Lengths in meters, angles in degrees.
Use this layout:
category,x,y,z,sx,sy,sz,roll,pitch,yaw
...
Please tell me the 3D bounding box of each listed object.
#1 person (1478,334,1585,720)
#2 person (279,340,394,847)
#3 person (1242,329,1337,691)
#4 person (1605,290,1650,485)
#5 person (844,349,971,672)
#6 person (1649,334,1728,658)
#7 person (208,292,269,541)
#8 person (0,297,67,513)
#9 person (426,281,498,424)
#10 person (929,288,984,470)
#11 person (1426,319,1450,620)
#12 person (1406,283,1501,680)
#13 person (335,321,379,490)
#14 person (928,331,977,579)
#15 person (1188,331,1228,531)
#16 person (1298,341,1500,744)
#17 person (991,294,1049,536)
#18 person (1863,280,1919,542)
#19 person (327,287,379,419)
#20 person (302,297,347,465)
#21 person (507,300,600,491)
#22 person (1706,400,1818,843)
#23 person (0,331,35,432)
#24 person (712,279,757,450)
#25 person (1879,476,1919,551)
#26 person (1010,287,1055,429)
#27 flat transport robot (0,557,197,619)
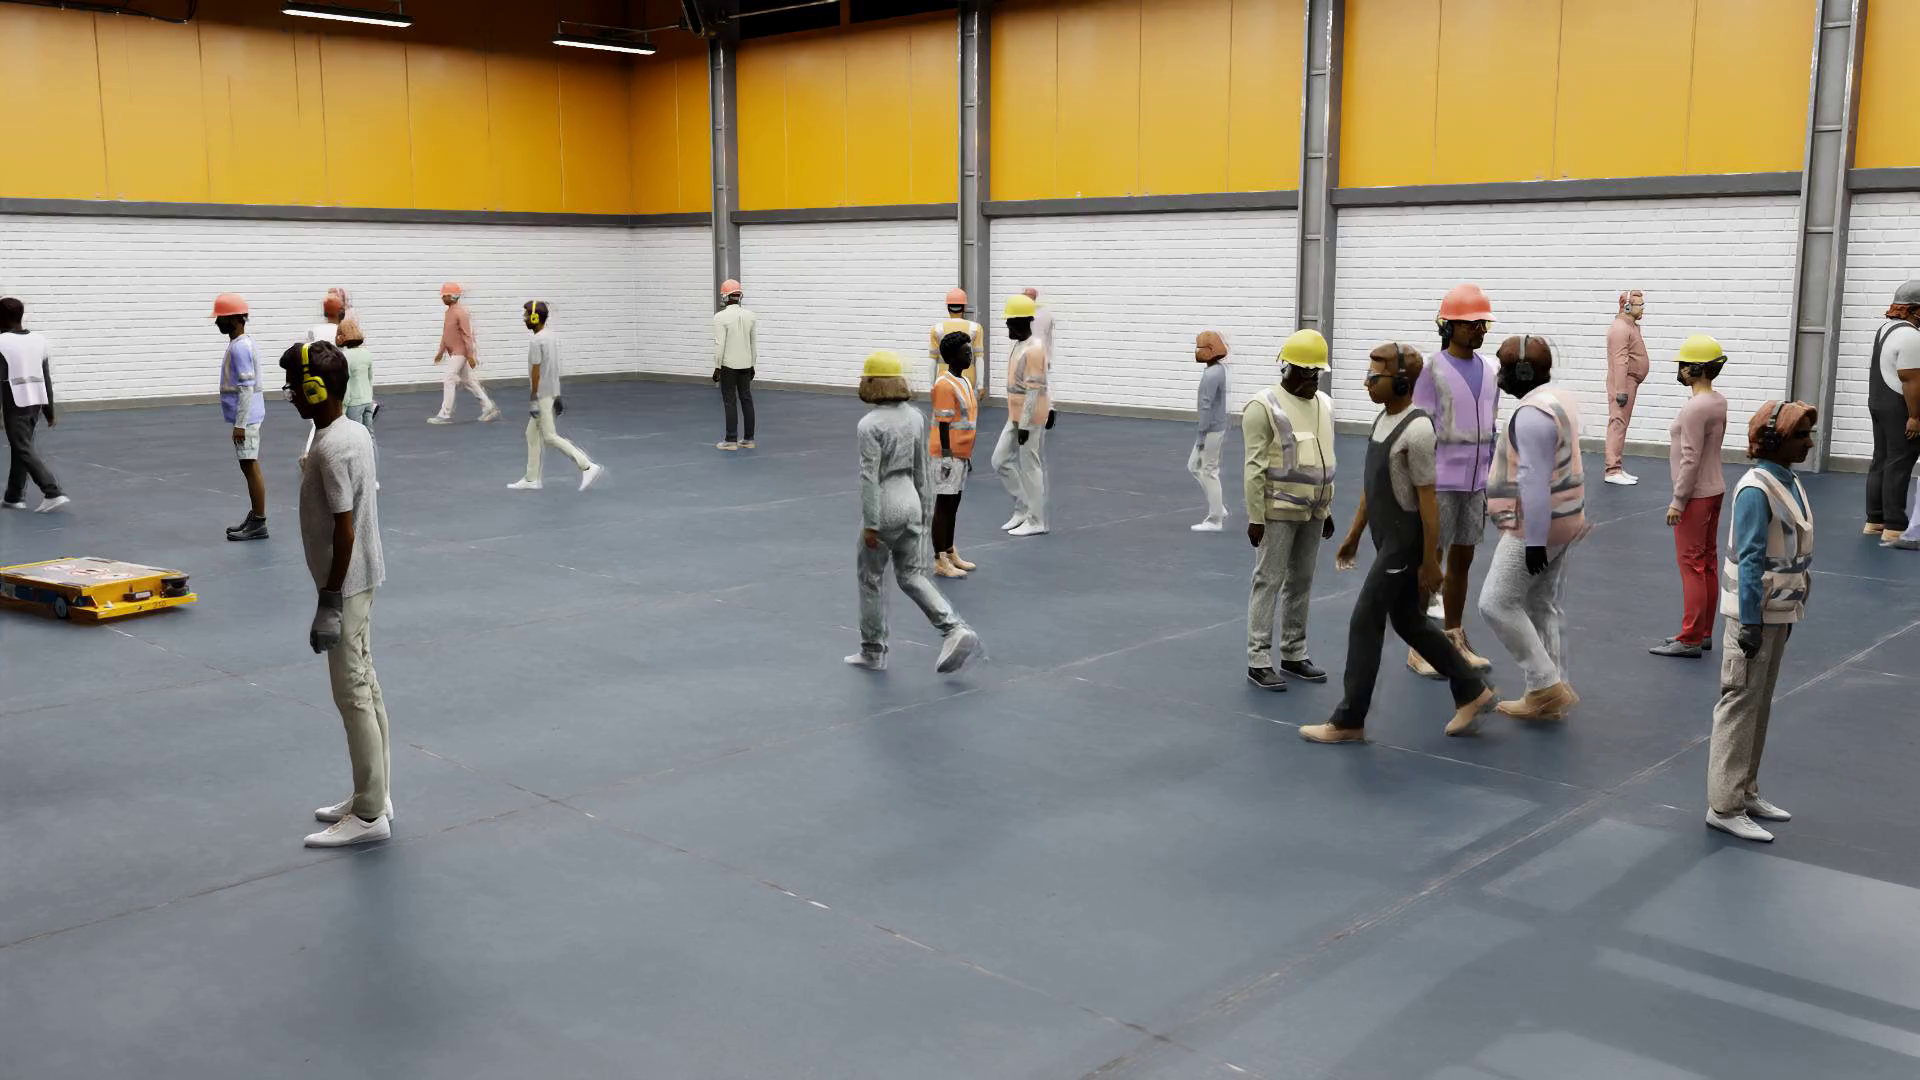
category,x,y,z,sx,sy,sz,roll,pitch,yaw
person,2.654,-0.035,7.715,0.444,1.821,0.692,4,10,25
person,-2.297,0.199,6.137,0.327,1.865,0.521,-2,9,-11
person,1.689,-0.154,8.431,0.601,1.818,0.403,-7,11,-36
person,6.592,-1.506,16.459,0.408,1.908,0.645,4,10,24
person,-0.295,-0.136,8.668,0.721,1.713,0.498,8,12,41
person,4.006,-0.237,9.104,0.315,1.769,0.523,8,12,39
person,-5.635,-0.961,13.023,0.358,1.938,0.542,-4,10,-22
person,-8.205,-1.180,14.534,0.889,1.887,0.607,2,9,12
person,-6.871,-2.581,22.929,0.990,1.956,0.608,-5,11,-29
person,-0.038,-1.640,17.232,0.571,1.916,0.719,0,9,-1
person,2.958,-0.487,10.154,0.383,1.923,0.590,4,10,22
person,2.589,-0.302,8.661,0.605,2.044,0.374,-5,11,-29
person,-5.738,-1.259,15.777,0.287,1.632,0.501,2,10,13
person,-0.046,-0.592,11.490,0.322,1.696,0.536,3,10,15
person,1.990,-0.869,13.402,0.356,1.617,0.535,3,10,15
person,2.009,0.022,7.406,0.885,1.815,0.508,0,9,1
person,0.478,-0.974,13.146,0.481,1.912,0.598,-2,10,-13
person,7.418,-1.014,13.027,0.538,2.000,0.687,1,9,9
person,-8.003,-2.357,21.752,0.590,1.883,0.666,-3,10,-20
person,-6.452,-1.569,17.044,0.573,1.848,0.914,1,9,6
person,-3.901,-1.371,15.891,0.893,1.833,0.533,1,9,5
person,3.014,0.292,6.248,0.309,1.639,0.523,7,12,38
person,-12.386,-2.284,21.241,0.631,1.892,0.964,9,13,43
person,-2.662,-2.059,19.574,0.394,1.992,0.622,8,12,42
person,7.325,-0.723,12.207,0.879,1.724,0.534,8,12,42
person,0.940,-2.360,21.732,0.655,1.888,0.713,-5,11,-29
flat transport robot,-5.538,0.286,10.470,1.431,0.197,0.652,6,11,31
